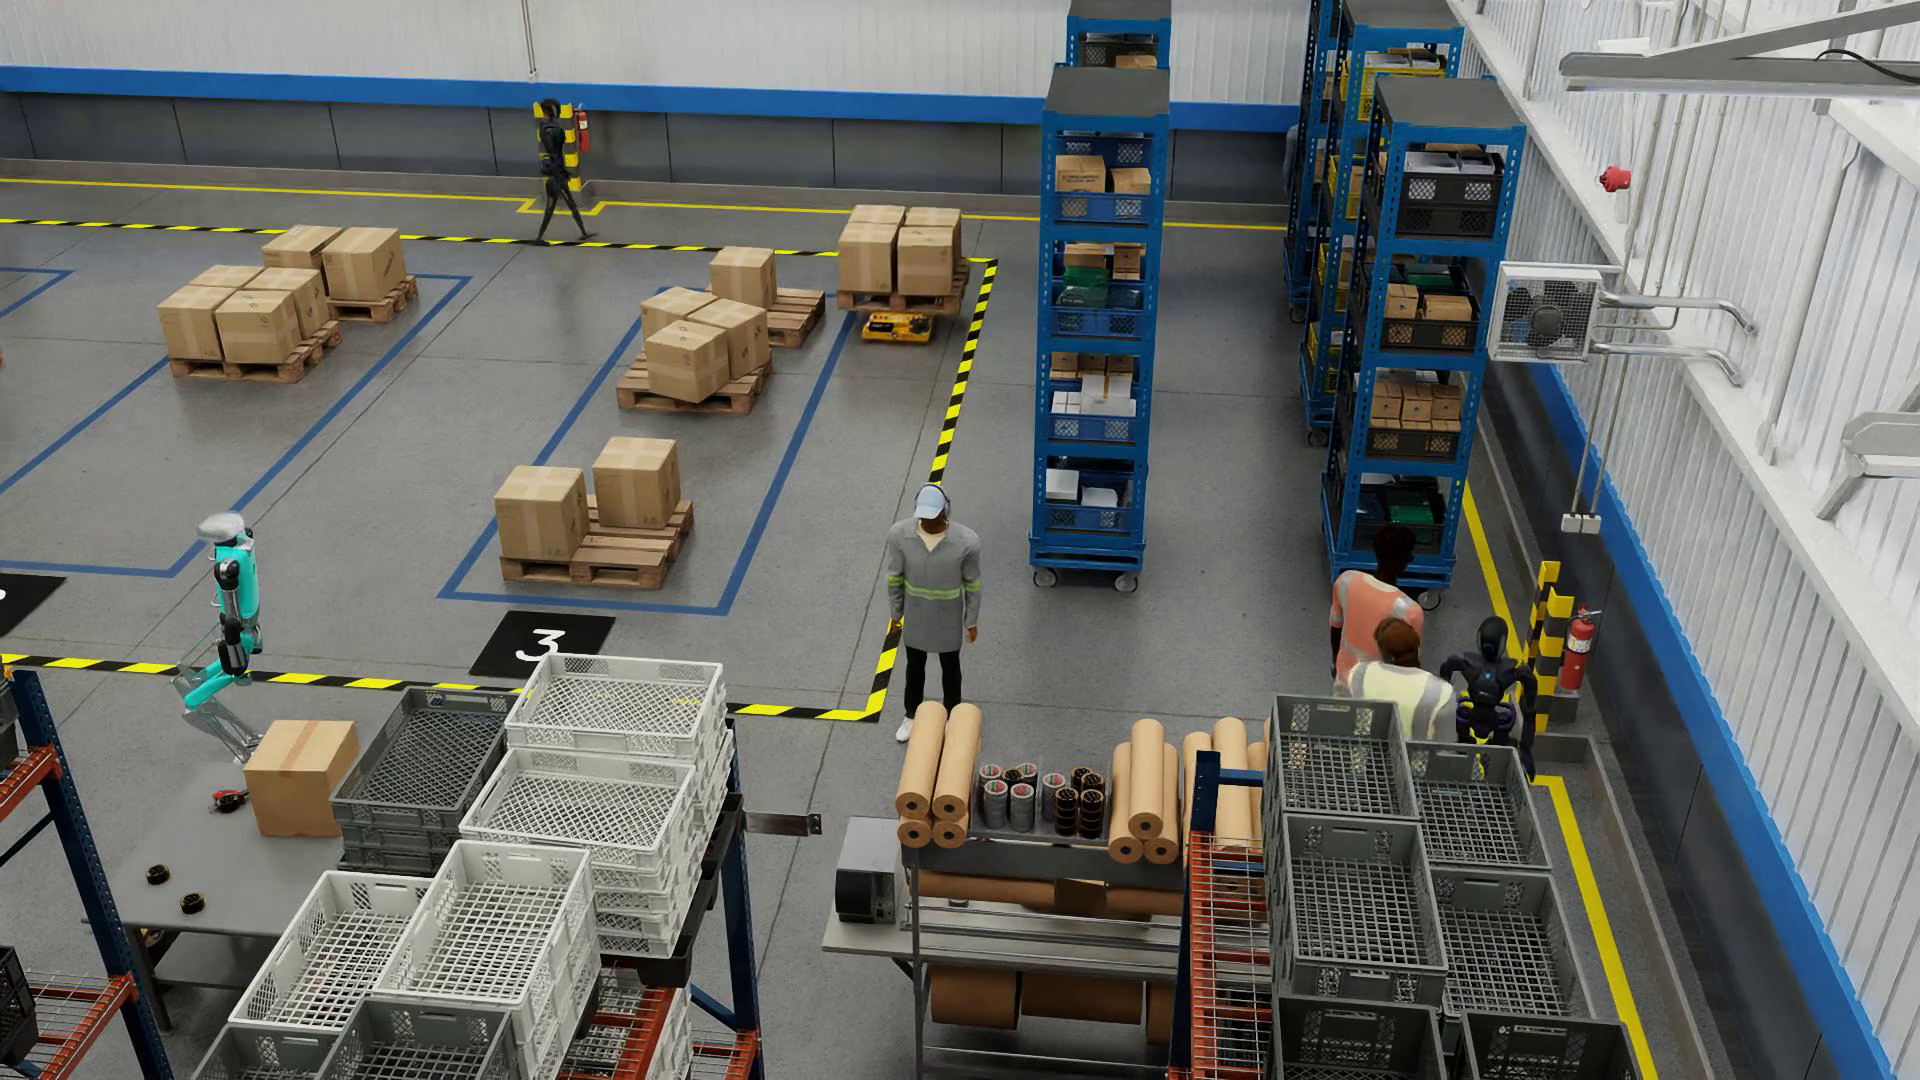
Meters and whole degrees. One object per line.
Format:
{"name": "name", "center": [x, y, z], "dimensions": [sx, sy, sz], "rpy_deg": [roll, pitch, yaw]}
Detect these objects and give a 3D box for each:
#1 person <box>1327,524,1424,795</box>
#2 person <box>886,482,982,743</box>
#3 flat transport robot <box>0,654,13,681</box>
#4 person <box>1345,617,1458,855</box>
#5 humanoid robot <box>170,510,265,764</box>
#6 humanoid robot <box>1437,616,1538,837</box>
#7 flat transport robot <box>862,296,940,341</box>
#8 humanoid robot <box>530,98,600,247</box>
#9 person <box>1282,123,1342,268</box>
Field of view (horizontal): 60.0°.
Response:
{"name": "person", "center": [2.395, 0.781, 9.647], "dimensions": [0.366, 1.965, 0.606], "rpy_deg": [-23, 37, -34]}
{"name": "person", "center": [-0.168, 0.465, 10.301], "dimensions": [0.588, 1.853, 0.395], "rpy_deg": [6, 31, 10]}
{"name": "flat transport robot", "center": [-7.142, 0.969, 11.010], "dimensions": [1.431, 0.231, 0.659], "rpy_deg": [3, 30, 6]}
{"name": "person", "center": [2.385, 1.238, 9.035], "dimensions": [0.669, 1.798, 0.434], "rpy_deg": [27, 39, 38]}
{"name": "humanoid robot", "center": [-4.508, 0.617, 10.021], "dimensions": [0.735, 1.677, 0.533], "rpy_deg": [-5, 31, -9]}
{"name": "humanoid robot", "center": [2.967, 1.098, 9.398], "dimensions": [0.606, 1.639, 0.453], "rpy_deg": [11, 32, 18]}
{"name": "flat transport robot", "center": [-0.552, -2.378, 16.731], "dimensions": [0.652, 0.197, 1.431], "rpy_deg": [3, 30, 6]}
{"name": "humanoid robot", "center": [-4.416, -4.025, 18.225], "dimensions": [0.764, 1.629, 0.602], "rpy_deg": [-2, 30, -4]}
{"name": "person", "center": [3.681, -3.719, 17.417], "dimensions": [0.620, 1.932, 0.371], "rpy_deg": [1, 30, 2]}
